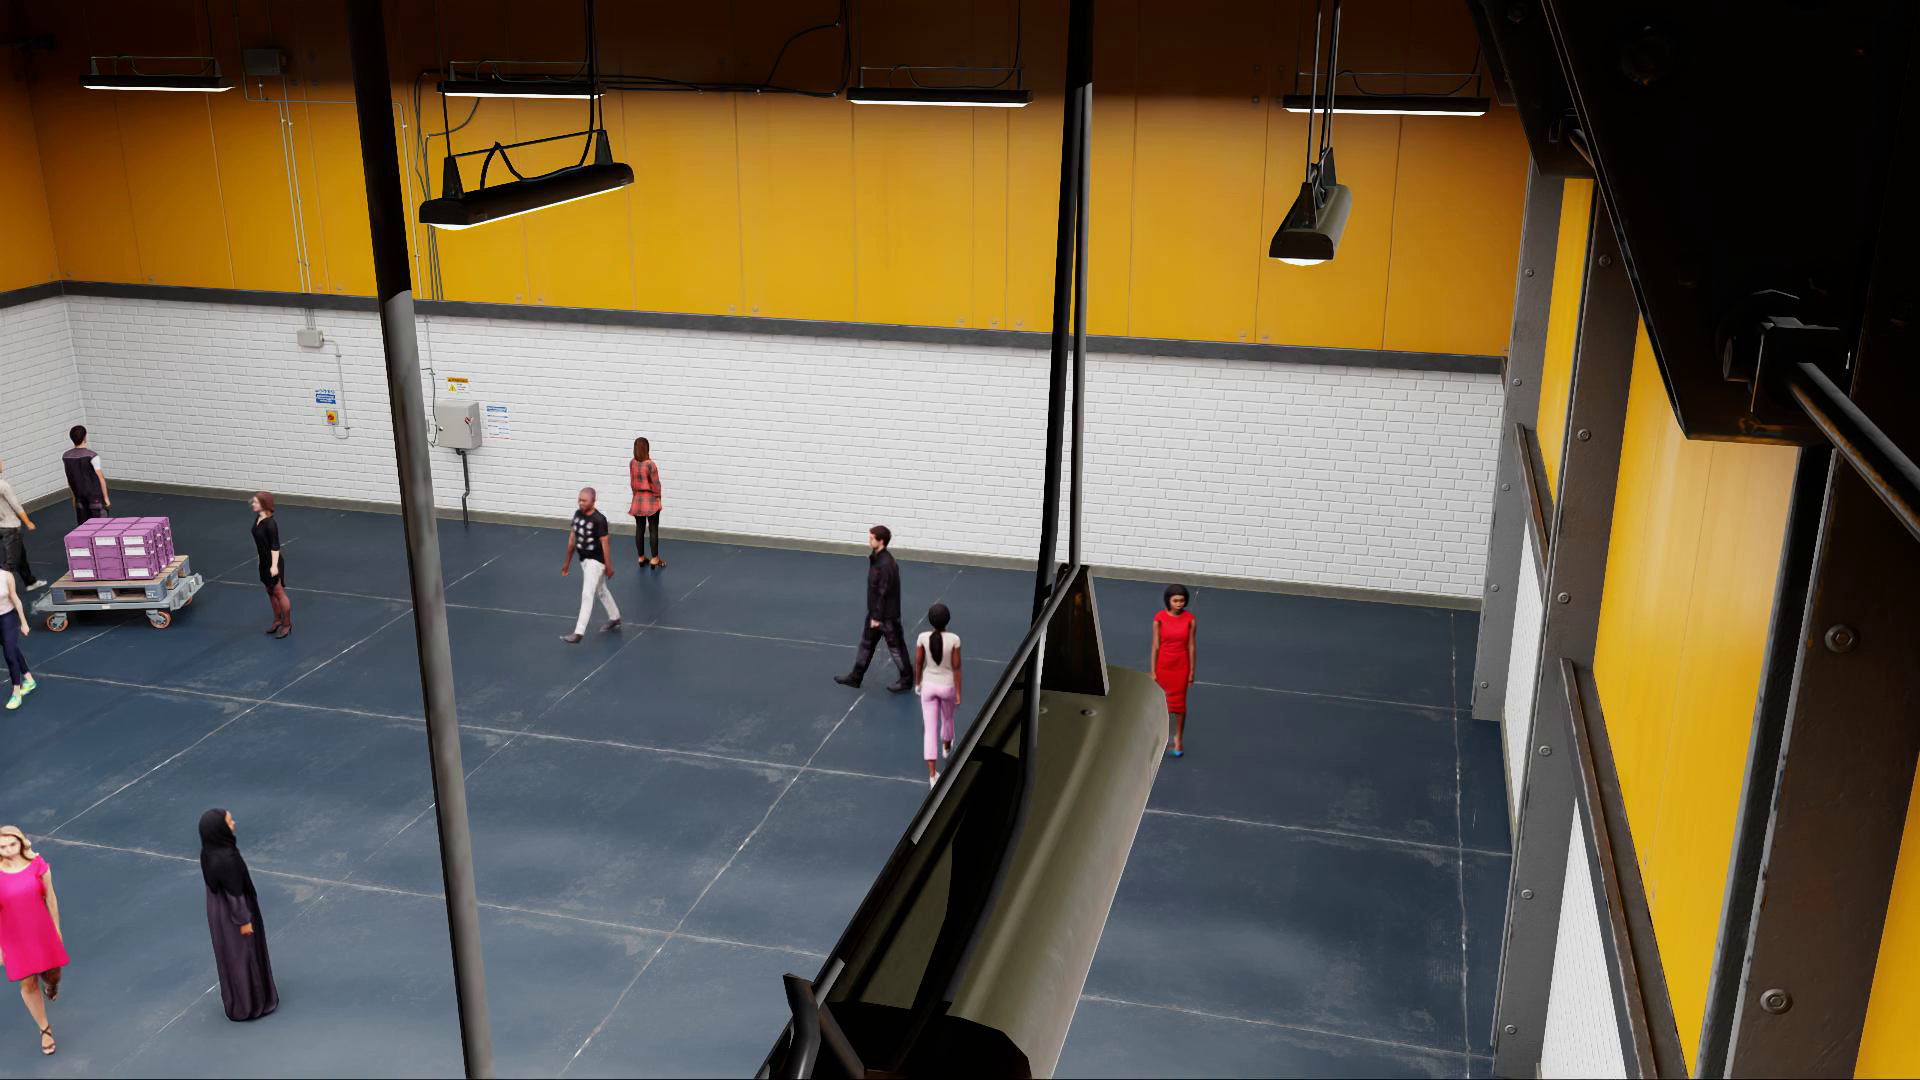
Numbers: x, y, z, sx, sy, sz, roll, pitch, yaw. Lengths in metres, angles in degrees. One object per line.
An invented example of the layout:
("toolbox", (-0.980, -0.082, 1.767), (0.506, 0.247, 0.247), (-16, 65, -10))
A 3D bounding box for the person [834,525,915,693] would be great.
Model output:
("person", (-0.694, 0.739, 17.211), (1.141, 1.802, 1.141), (-7, 20, -20))

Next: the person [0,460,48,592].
("person", (-11.393, -0.107, 19.756), (0.776, 1.781, 1.132), (8, 20, 23))

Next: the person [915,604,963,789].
("person", (-0.213, 1.447, 15.286), (0.732, 1.688, 1.179), (2, 19, 5))

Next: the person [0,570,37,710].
("person", (-9.837, 0.835, 17.137), (0.793, 1.667, 1.023), (-1, 19, -4))

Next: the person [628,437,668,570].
("person", (-3.960, -0.477, 20.975), (0.661, 1.704, 0.628), (10, 21, 27))

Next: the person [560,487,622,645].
("person", (-4.063, 0.259, 18.714), (0.998, 1.752, 1.286), (15, 24, 37))

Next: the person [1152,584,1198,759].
("person", (2.020, 1.236, 15.830), (0.609, 1.742, 0.568), (1, 19, 2))

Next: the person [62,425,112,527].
("person", (-10.959, -0.535, 20.922), (0.670, 1.848, 0.623), (2, 19, 6))

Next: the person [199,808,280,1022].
("person", (-5.193, 2.640, 11.859), (0.750, 1.615, 0.707), (-15, 24, -37))

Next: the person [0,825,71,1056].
("person", (-6.450, 2.709, 11.505), (0.880, 1.710, 0.926), (-12, 22, -31))

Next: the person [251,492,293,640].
("person", (-7.770, 0.269, 18.763), (0.656, 1.702, 0.655), (17, 25, 42))
